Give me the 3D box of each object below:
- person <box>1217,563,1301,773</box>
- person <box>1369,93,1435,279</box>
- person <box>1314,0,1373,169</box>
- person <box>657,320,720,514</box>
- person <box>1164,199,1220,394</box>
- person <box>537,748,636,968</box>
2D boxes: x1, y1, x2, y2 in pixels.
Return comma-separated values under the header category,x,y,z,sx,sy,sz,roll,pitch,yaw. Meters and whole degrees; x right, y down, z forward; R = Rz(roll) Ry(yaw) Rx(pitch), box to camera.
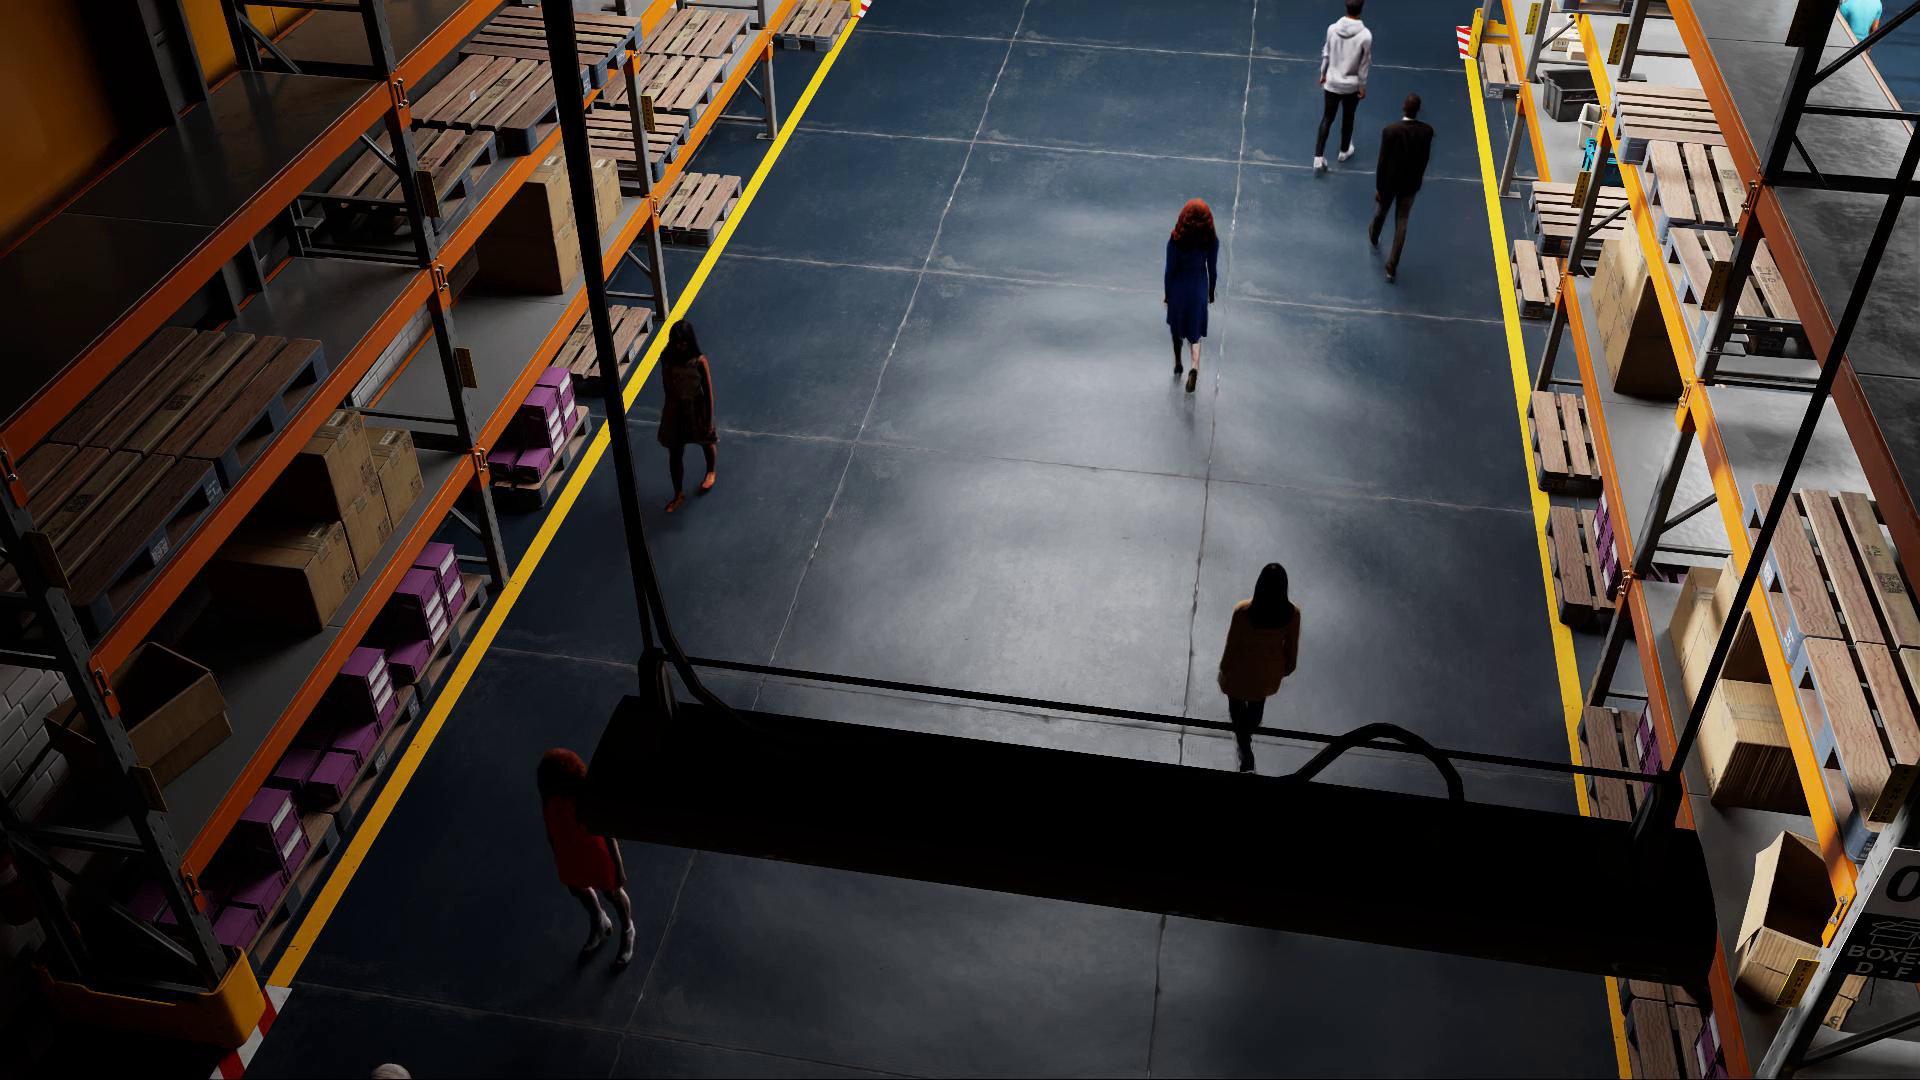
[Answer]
category,x,y,z,sx,sy,sz,roll,pitch,yaw
person,1.926,0.879,10.764,0.744,1.669,0.869,0,39,0
person,4.249,-3.371,16.015,0.720,1.756,1.148,4,39,4
person,4.051,-4.857,17.758,0.938,1.905,1.158,20,43,23
person,-2.115,-1.083,13.261,0.675,1.619,0.917,9,39,11
person,1.966,-2.044,14.311,0.716,1.810,0.992,-1,39,-1
person,-2.135,1.792,9.504,0.665,1.814,0.618,11,40,14
